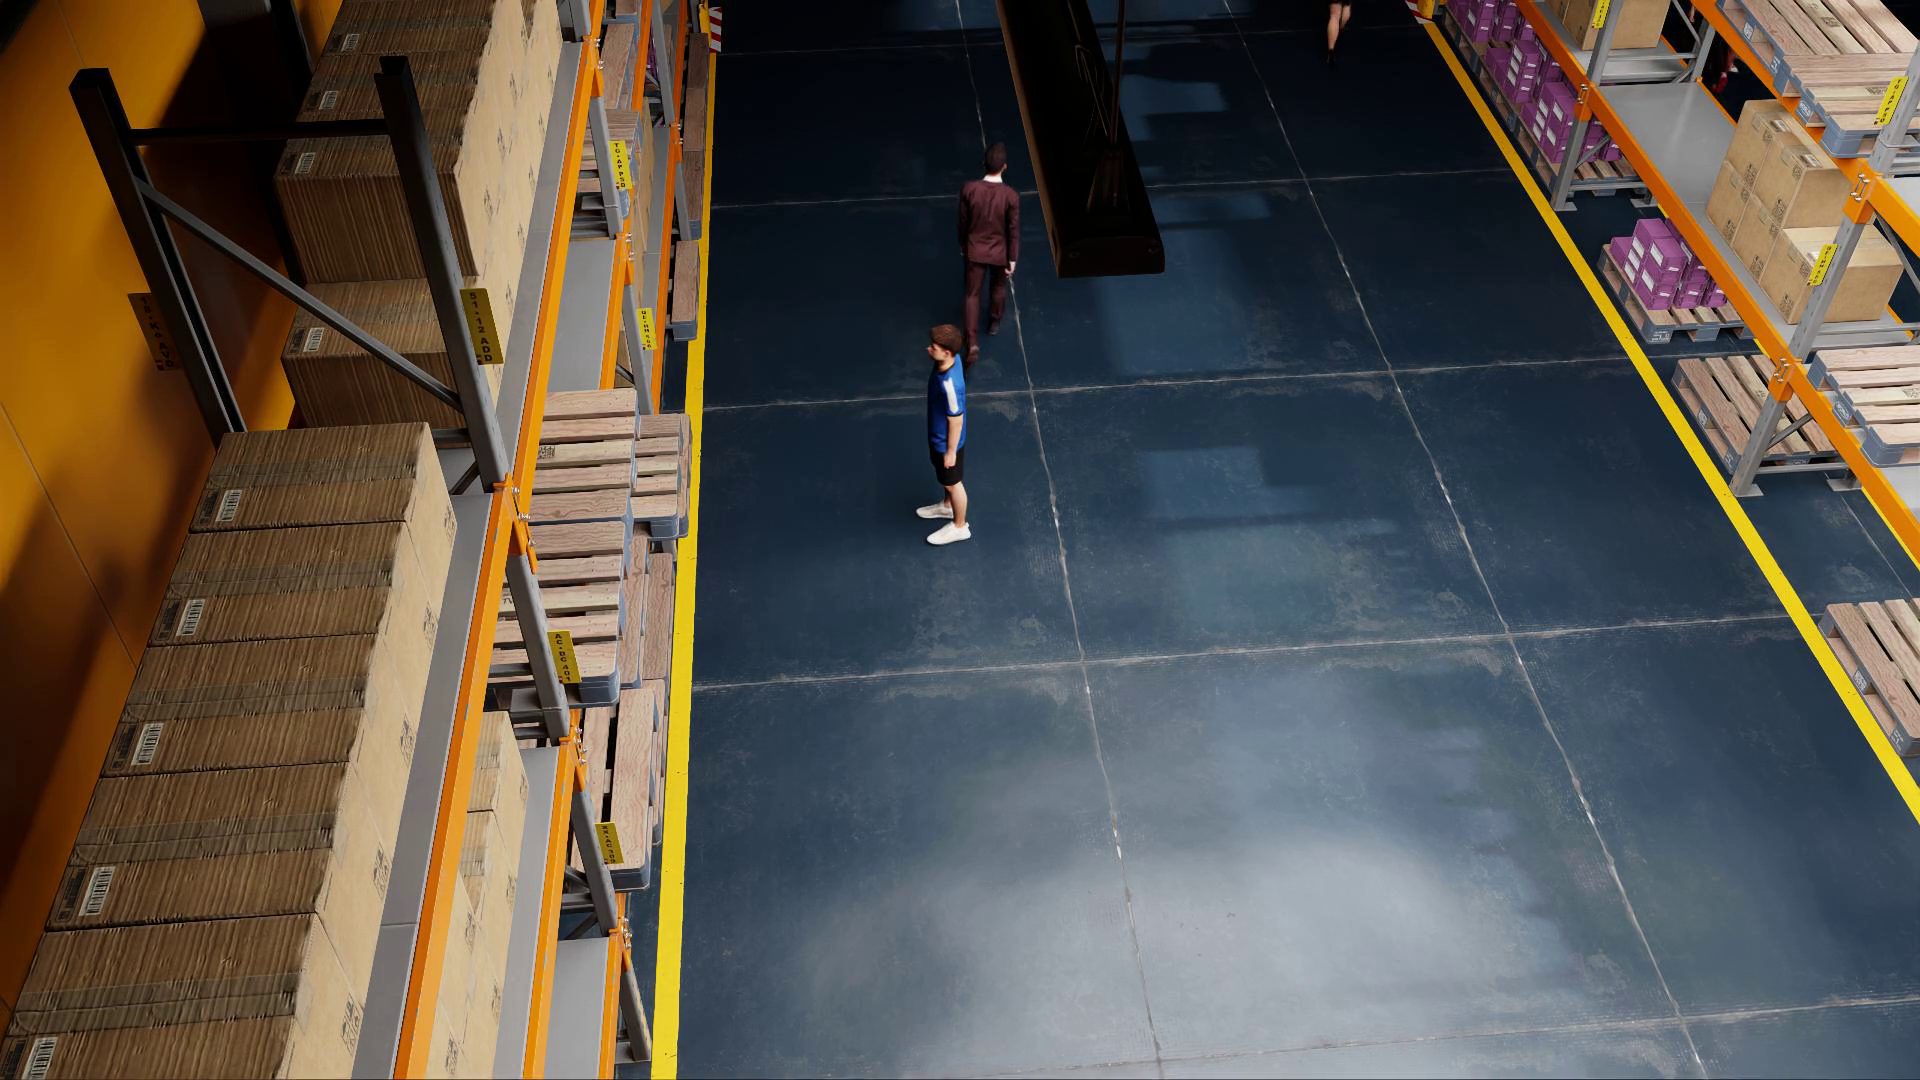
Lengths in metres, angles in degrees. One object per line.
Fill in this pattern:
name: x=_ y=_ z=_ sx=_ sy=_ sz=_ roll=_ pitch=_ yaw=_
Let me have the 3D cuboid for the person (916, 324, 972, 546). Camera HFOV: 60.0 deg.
person: x=-0.083 y=-0.762 z=11.759 sx=0.733 sy=1.866 sz=0.553 roll=-8 pitch=44 yaw=-8

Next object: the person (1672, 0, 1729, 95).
person: x=7.512 y=-5.303 z=16.621 sx=0.857 sy=1.734 sz=1.213 roll=-14 pitch=45 yaw=-15

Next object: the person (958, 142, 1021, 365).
person: x=0.207 y=-2.284 z=13.381 sx=0.817 sy=1.832 sz=1.179 roll=5 pitch=44 yaw=5
